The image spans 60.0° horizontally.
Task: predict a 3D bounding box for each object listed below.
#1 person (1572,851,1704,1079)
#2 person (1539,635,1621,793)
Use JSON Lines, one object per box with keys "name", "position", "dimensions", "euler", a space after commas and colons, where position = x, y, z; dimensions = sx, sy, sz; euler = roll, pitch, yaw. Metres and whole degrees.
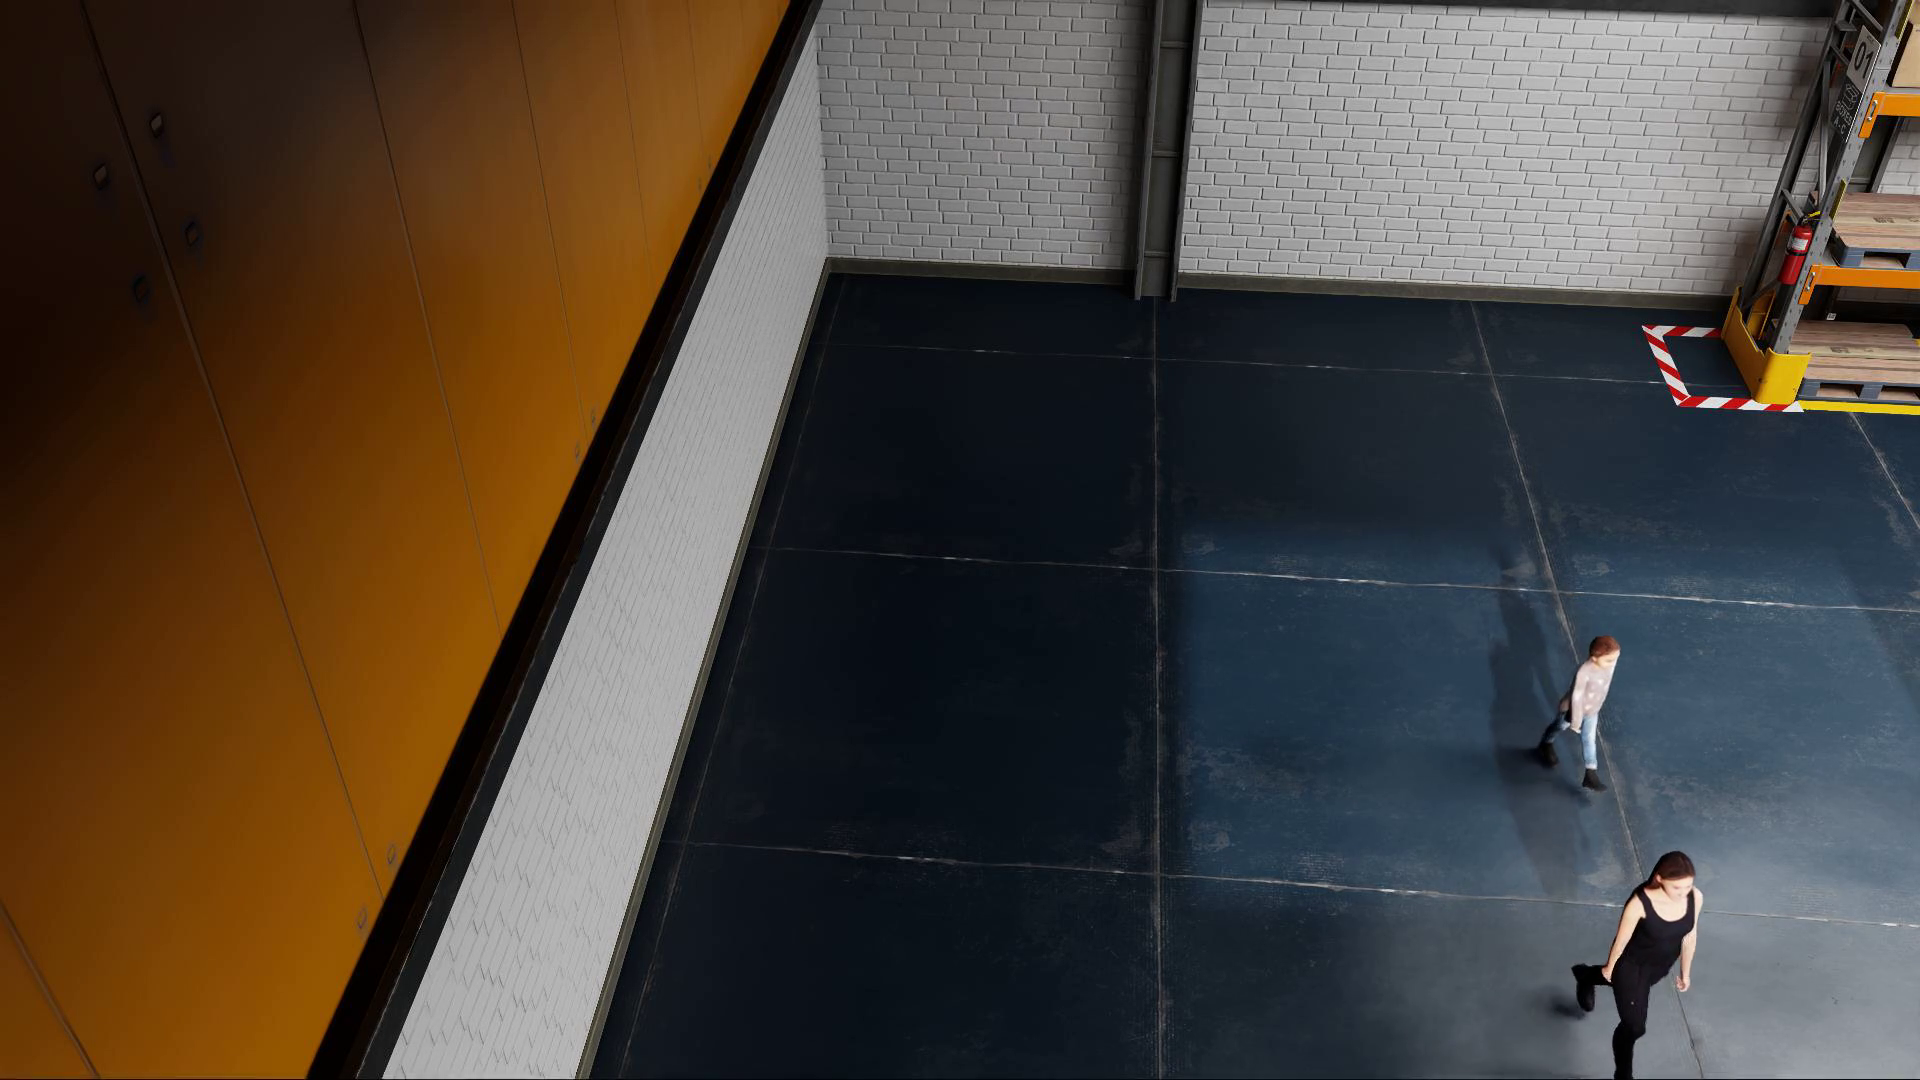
{"name": "person", "position": [3.624, 2.204, 8.903], "dimensions": [1.119, 1.659, 0.911], "euler": [-10, 40, -12]}
{"name": "person", "position": [3.977, 1.042, 10.756], "dimensions": [0.817, 1.163, 0.743], "euler": [-12, 40, -15]}
